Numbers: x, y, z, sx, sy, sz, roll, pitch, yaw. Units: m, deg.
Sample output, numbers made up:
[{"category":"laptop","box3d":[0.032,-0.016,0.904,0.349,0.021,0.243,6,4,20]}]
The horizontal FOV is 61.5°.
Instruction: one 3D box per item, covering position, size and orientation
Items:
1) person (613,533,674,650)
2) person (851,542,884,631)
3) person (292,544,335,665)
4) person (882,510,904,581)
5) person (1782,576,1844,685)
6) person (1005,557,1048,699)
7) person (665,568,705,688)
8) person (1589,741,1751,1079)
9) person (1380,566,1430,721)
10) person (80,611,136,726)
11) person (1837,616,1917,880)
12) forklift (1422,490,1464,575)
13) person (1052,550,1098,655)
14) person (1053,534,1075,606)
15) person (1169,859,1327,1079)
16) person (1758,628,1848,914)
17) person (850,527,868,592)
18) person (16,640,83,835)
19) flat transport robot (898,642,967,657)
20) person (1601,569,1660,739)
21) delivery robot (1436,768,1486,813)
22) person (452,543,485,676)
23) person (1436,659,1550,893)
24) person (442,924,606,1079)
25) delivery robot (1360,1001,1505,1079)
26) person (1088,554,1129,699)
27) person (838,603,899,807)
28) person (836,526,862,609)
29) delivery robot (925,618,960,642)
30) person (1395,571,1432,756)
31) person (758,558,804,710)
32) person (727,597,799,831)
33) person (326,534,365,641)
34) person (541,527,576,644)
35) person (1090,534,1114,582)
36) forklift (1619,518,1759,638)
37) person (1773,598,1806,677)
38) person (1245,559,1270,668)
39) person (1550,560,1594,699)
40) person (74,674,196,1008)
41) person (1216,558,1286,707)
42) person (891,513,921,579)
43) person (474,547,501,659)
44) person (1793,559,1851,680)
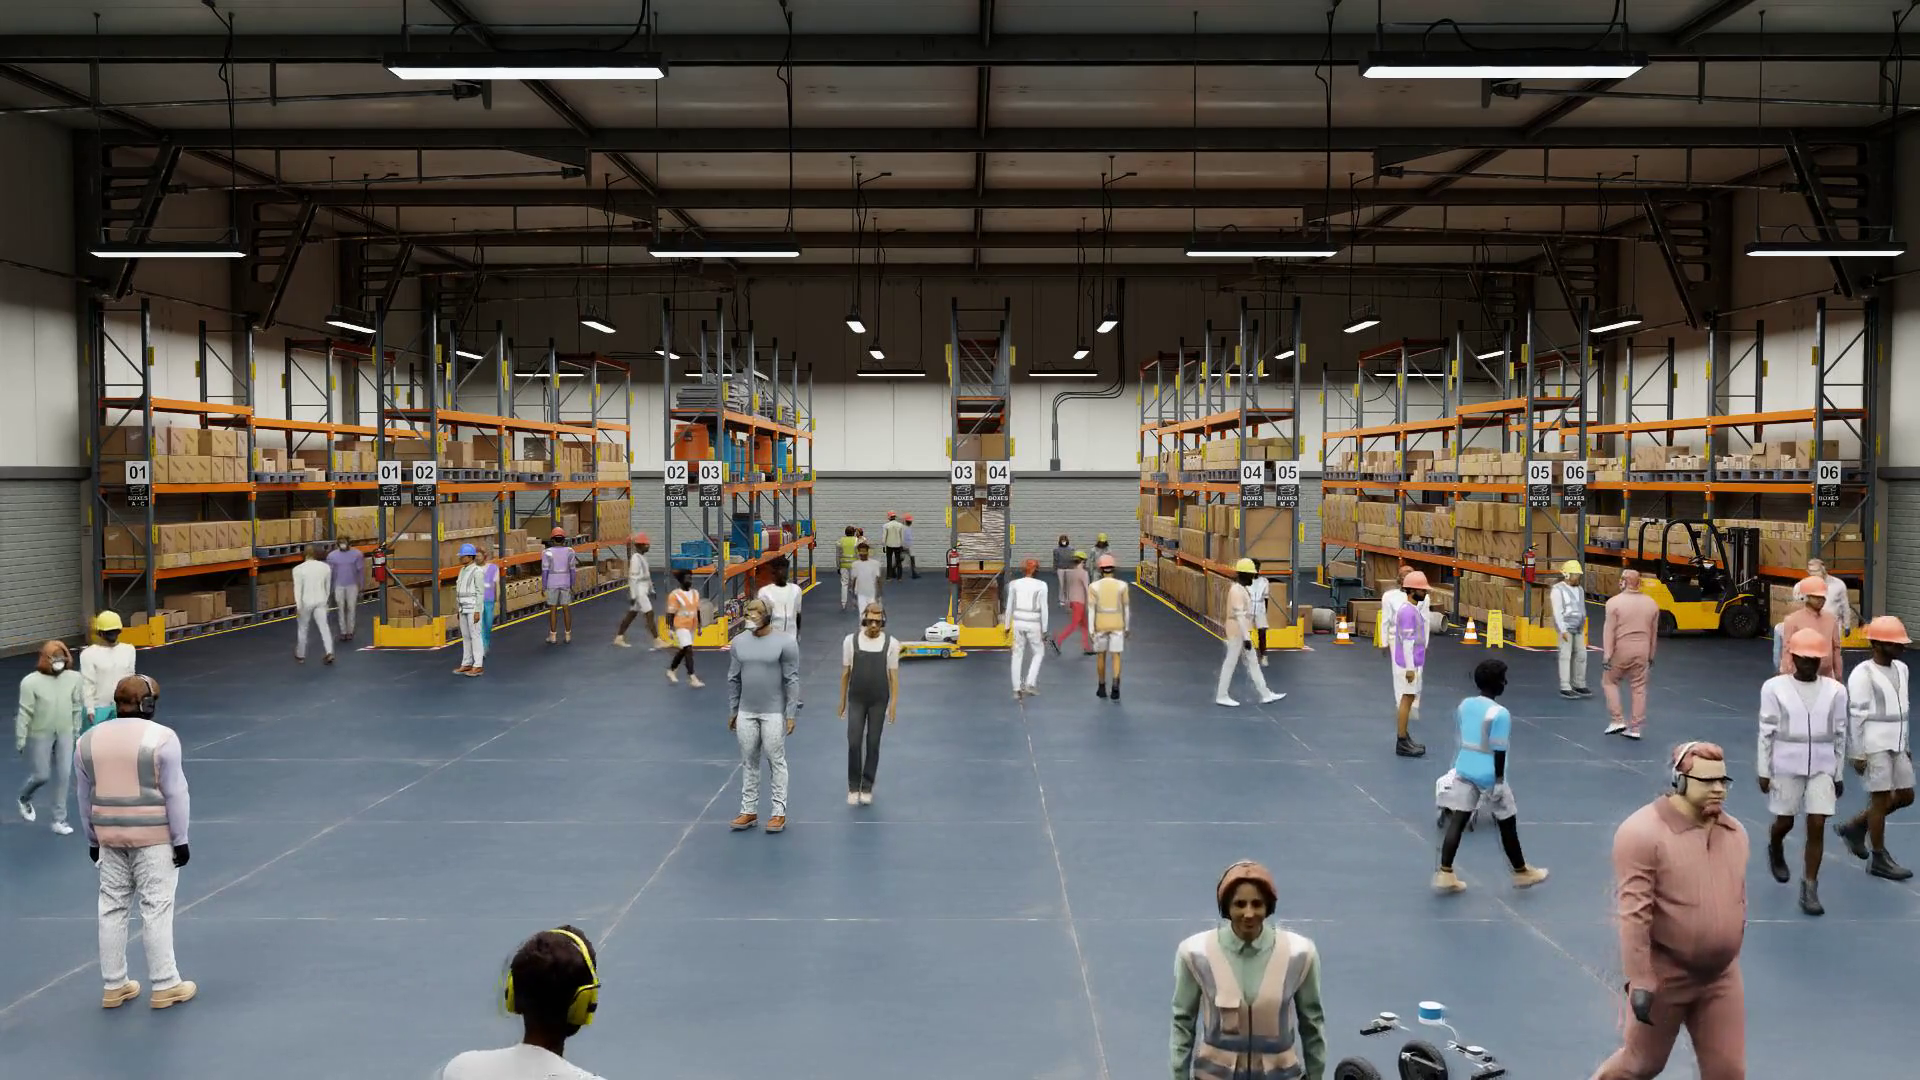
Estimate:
[{"category":"person","box3d":[-5.395,0.865,27.283,1.047,1.992,0.615,0,2,-4]},{"category":"person","box3d":[-1.553,0.940,27.258,0.570,1.842,0.657,0,2,4]},{"category":"person","box3d":[-10.080,1.001,25.158,0.630,1.898,1.051,-2,3,-44]},{"category":"person","box3d":[-1.882,0.160,45.147,0.623,1.986,0.416,-1,2,-21]},{"category":"person","box3d":[8.349,1.325,15.897,0.628,1.971,0.739,-1,2,-19]},{"category":"person","box3d":[0.875,1.161,21.418,0.674,1.867,0.518,1,3,25]},{"category":"person","box3d":[-3.874,1.212,22.575,0.831,1.660,0.533,2,3,36]},{"category":"person","box3d":[2.937,1.742,6.640,0.652,1.878,0.874,-1,2,-14]},{"category":"person","box3d":[5.318,1.245,19.292,0.582,1.861,0.509,1,2,13]},{"category":"person","box3d":[-7.589,1.500,14.498,0.876,1.719,0.527,2,3,37]},{"category":"person","box3d":[6.766,1.507,11.922,0.577,1.923,0.533,-1,3,-25]},{"category":"forklift","box3d":[13.926,-0.371,47.846,1.873,2.768,1.129,0,2,0]},{"category":"person","box3d":[1.880,1.028,26.507,0.821,1.722,0.566,-1,3,-25]},{"category":"person","box3d":[2.355,0.675,36.621,0.520,1.618,0.429,0,2,-6]},{"category":"person","box3d":[0.983,1.908,5.535,0.544,1.625,0.374,0,2,7]},{"category":"person","box3d":[5.786,1.544,11.122,0.551,1.916,0.747,1,2,15]},{"category":"person","box3d":[-2.554,0.499,40.792,0.522,1.640,0.306,1,3,29]},{"category":"person","box3d":[-7.535,1.610,13.316,0.547,1.607,0.505,2,3,35]},{"category":"flat transport robot","box3d":[-0.660,1.763,26.075,1.431,0.197,0.652,-3,6,-29]},{"category":"person","box3d":[7.483,1.274,18.133,0.681,1.887,0.546,0,2,-8]},{"category":"delivery robot","box3d":[4.295,2.085,13.698,0.477,0.478,0.707,1,3,32]},{"category":"person","box3d":[-7.224,1.023,23.787,0.602,1.948,0.385,2,3,43]},{"category":"person","box3d":[3.732,1.659,11.396,0.864,1.646,0.543,-1,2,-21]},{"category":"person","box3d":[-1.043,1.873,3.899,0.575,1.835,0.487,1,2,22]},{"category":"delivery robot","box3d":[2.125,2.211,7.298,0.335,0.223,0.698,-1,3,-31]},{"category":"person","box3d":[1.959,1.138,21.282,0.556,1.914,0.768,0,2,3]},{"category":"person","box3d":[-0.808,1.462,14.309,0.542,1.816,0.619,0,2,-3]},{"category":"person","box3d":[-2.425,0.604,35.669,0.626,1.844,0.429,0,2,3]},{"category":"delivery robot","box3d":[-0.289,1.552,27.100,0.477,0.478,0.707,1,2,26]},{"category":"person","box3d":[4.797,1.295,17.086,0.373,1.934,0.551,1,2,18]},{"category":"person","box3d":[-2.269,1.176,20.409,0.627,1.909,1.023,-1,3,-25]},{"category":"person","box3d":[-1.644,1.440,13.418,0.635,1.936,0.354,1,2,21]},{"category":"person","box3d":[-10.928,0.851,28.643,0.654,1.901,0.896,-1,2,-13]},{"category":"person","box3d":[-7.071,0.793,28.406,0.612,2.043,0.374,-1,3,-32]},{"category":"person","box3d":[3.028,0.728,34.406,0.505,1.689,0.924,0,2,-3]},{"category":"forklift","box3d":[13.417,0.684,29.791,2.313,2.155,1.214,0,2,0]},{"category":"person","box3d":[8.935,1.437,17.193,0.514,1.641,0.308,2,3,41]},{"category":"person","box3d":[4.484,1.127,24.628,0.546,1.663,0.785,0,2,-2]},{"category":"person","box3d":[8.088,1.181,21.378,0.614,1.827,0.442,-1,3,-30]},{"category":"person","box3d":[-4.573,1.666,8.998,0.621,1.838,0.429,0,2,7]},{"category":"person","box3d":[3.674,1.183,20.473,0.930,1.882,0.620,1,2,19]},{"category":"person","box3d":[-1.600,0.169,46.219,0.937,1.891,0.568,1,3,25]},{"category":"person","box3d":[-7.768,0.996,26.251,0.573,1.805,0.859,-1,2,-21]},{"category":"person","box3d":[11.405,1.173,21.389,0.674,1.839,0.869,2,3,34]}]
